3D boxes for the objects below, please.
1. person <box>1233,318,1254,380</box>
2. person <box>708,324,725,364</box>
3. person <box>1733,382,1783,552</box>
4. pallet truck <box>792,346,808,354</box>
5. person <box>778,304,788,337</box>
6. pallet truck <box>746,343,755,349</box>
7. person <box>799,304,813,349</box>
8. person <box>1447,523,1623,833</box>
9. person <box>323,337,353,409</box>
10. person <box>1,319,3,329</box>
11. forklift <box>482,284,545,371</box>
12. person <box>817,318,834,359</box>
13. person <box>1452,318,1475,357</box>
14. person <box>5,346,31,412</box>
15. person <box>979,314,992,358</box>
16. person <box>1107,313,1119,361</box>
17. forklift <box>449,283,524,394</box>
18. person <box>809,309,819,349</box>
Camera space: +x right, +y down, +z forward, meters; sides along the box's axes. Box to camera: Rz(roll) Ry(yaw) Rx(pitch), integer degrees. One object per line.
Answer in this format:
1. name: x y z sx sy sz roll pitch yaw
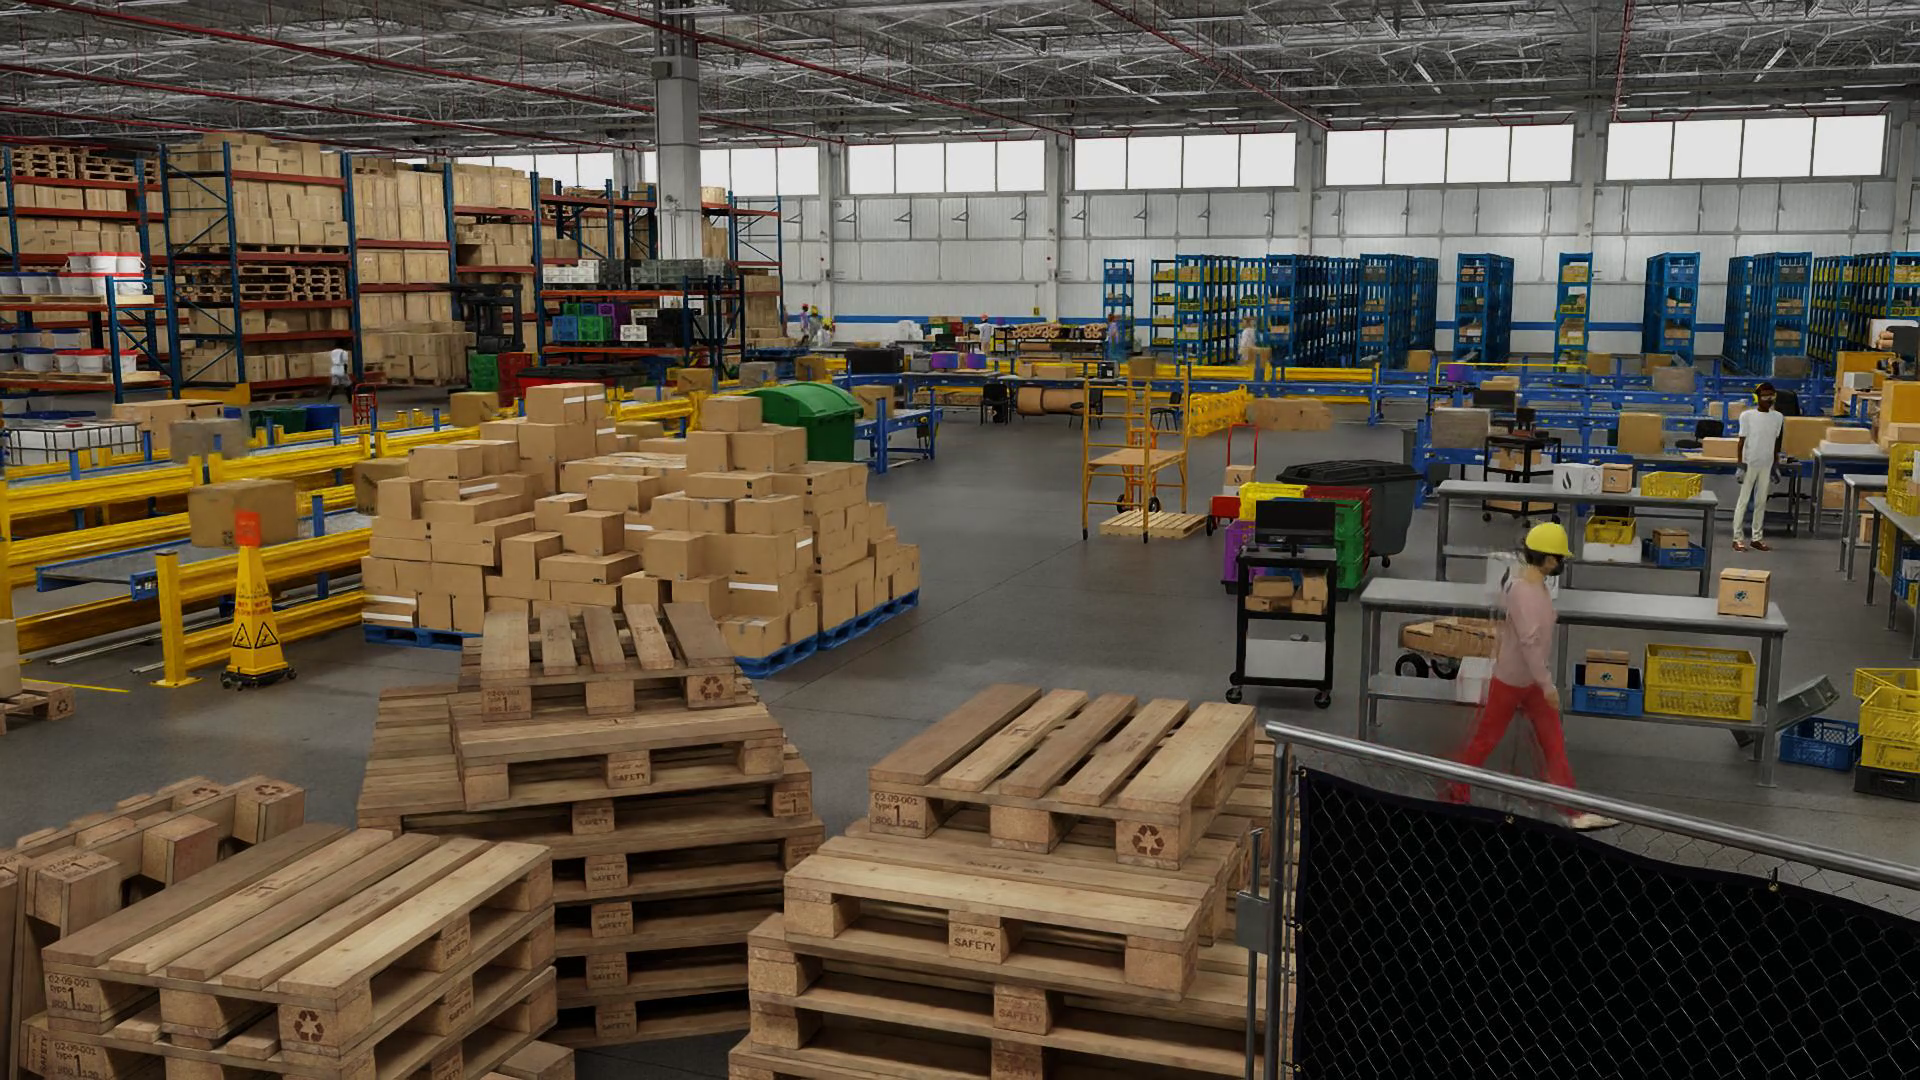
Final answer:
1. person: 7.661 -5.083 45.188 0.925 1.870 0.647 3 9 18
2. person: -5.583 -4.146 39.118 0.813 1.914 0.622 -5 10 -29
3. person: 8.782 -0.799 18.267 0.521 1.873 0.335 -1 9 -5
4. pallet truck: -3.705 -4.298 42.022 0.653 1.274 1.630 3 10 20
5. person: -7.247 -8.522 66.731 0.850 1.871 0.673 -3 9 -15
6. pallet truck: -6.183 -4.618 44.264 1.601 1.201 0.680 -9 12 -43
7. person: -6.191 -8.545 66.873 0.722 1.884 0.595 0 9 0
8. person: 3.102 0.756 9.017 0.940 1.708 0.519 7 11 36
9. person: -14.022 -3.762 37.518 0.530 1.661 0.847 4 10 25
10. person: -26.512 -5.217 45.907 0.643 1.905 0.400 5 10 27
11. forklift: -10.832 -4.702 39.610 1.129 2.768 1.873 3 10 20
12. person: -3.845 -5.457 47.681 0.431 1.813 0.614 4 10 26
13. person: 17.905 -7.196 58.685 0.912 1.781 0.623 1 9 9
14. person: -18.078 -2.892 31.976 0.541 1.683 0.503 -2 9 -14
15. person: 0.810 -6.559 54.786 0.321 1.755 0.566 7 11 37
16. person: 4.804 -6.224 52.450 0.434 1.834 0.559 1 9 7
17. forklift: -12.062 -5.152 42.437 1.129 2.768 1.873 3 10 20
18. person: -5.623 -8.119 64.737 0.506 1.693 0.899 -7 12 -38
